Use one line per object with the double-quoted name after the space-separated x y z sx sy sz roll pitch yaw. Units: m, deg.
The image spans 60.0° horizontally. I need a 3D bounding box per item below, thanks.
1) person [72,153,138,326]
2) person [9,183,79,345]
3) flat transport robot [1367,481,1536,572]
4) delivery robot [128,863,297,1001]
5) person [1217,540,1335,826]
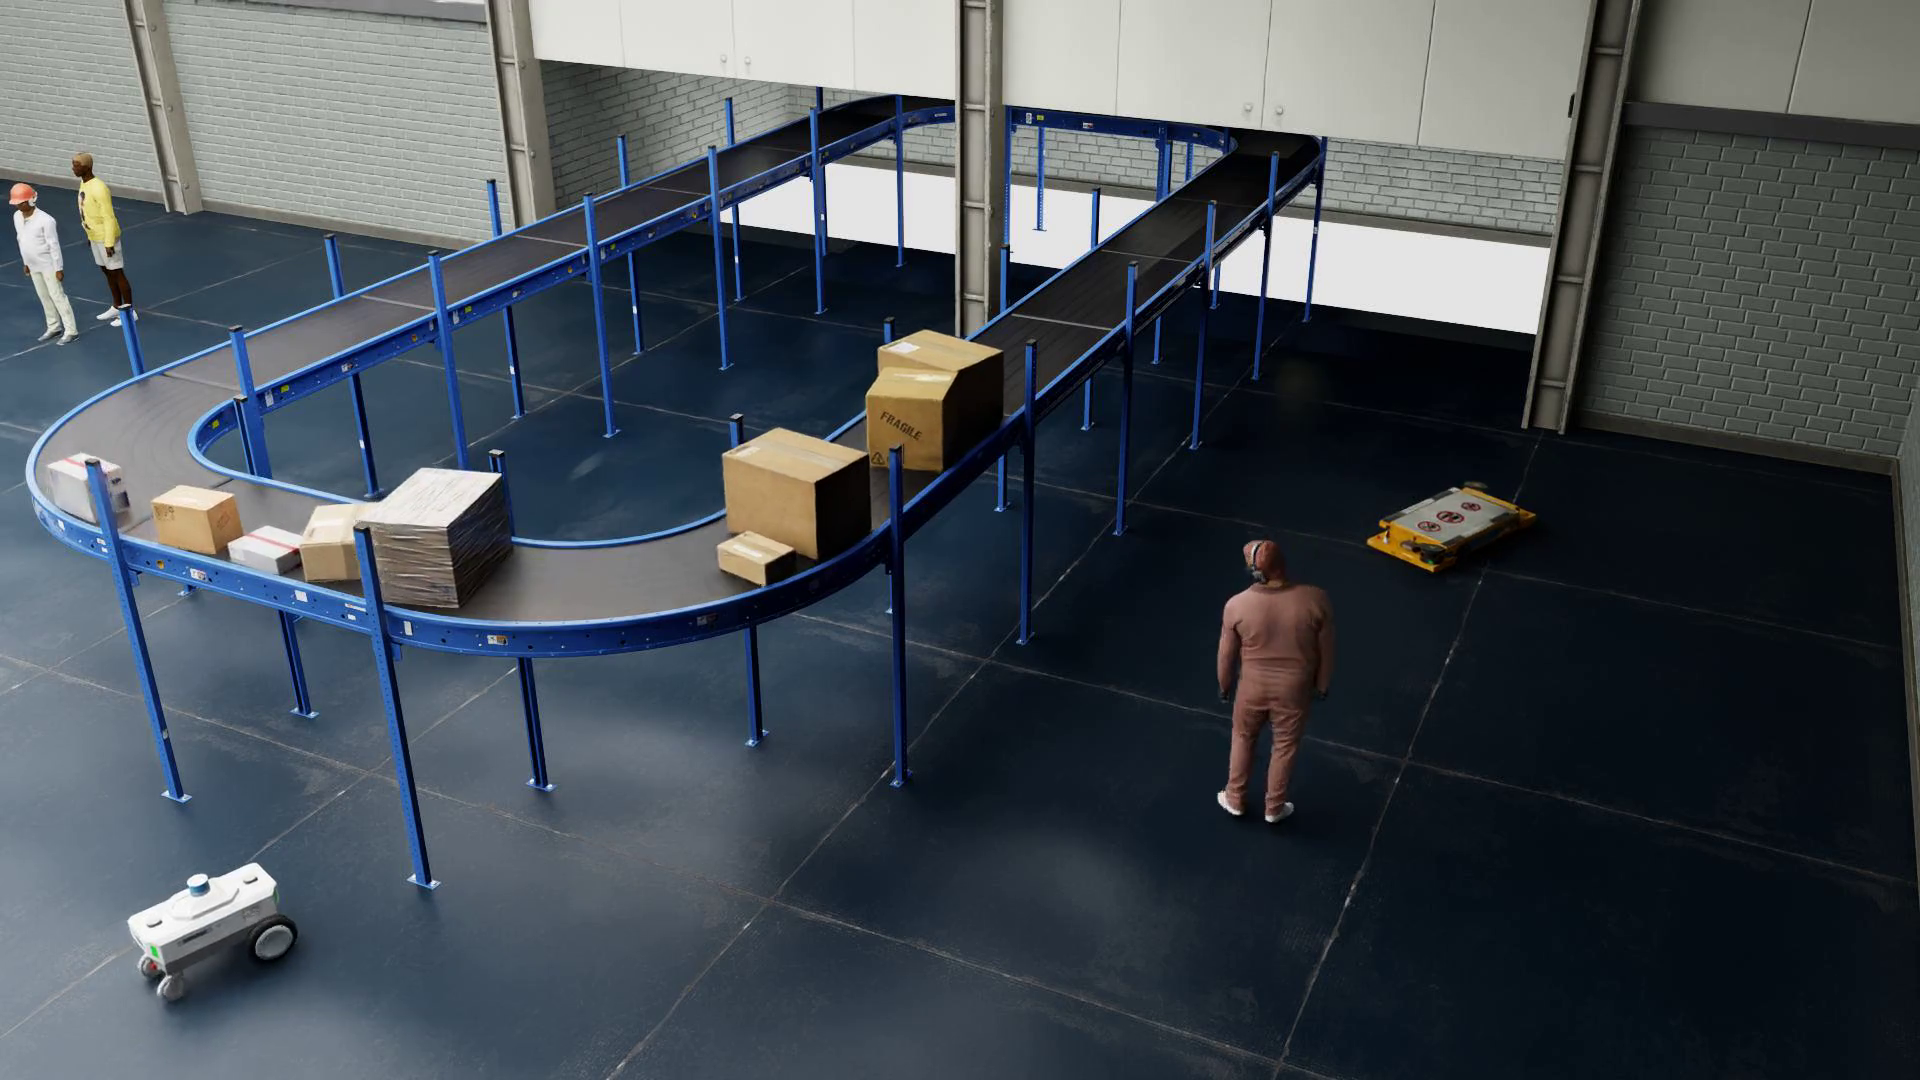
-9.451 -3.319 18.332 0.544 1.899 0.375 23 34 38 "person"
-9.815 -2.949 17.761 0.567 1.743 0.346 12 29 23 "person"
4.068 -0.118 13.713 1.431 0.231 0.659 -21 33 -36 "flat transport robot"
-4.036 2.074 8.997 0.803 0.614 0.499 -24 35 -39 "delivery robot"
1.869 0.867 9.950 0.685 1.892 0.412 6 27 12 "person"
